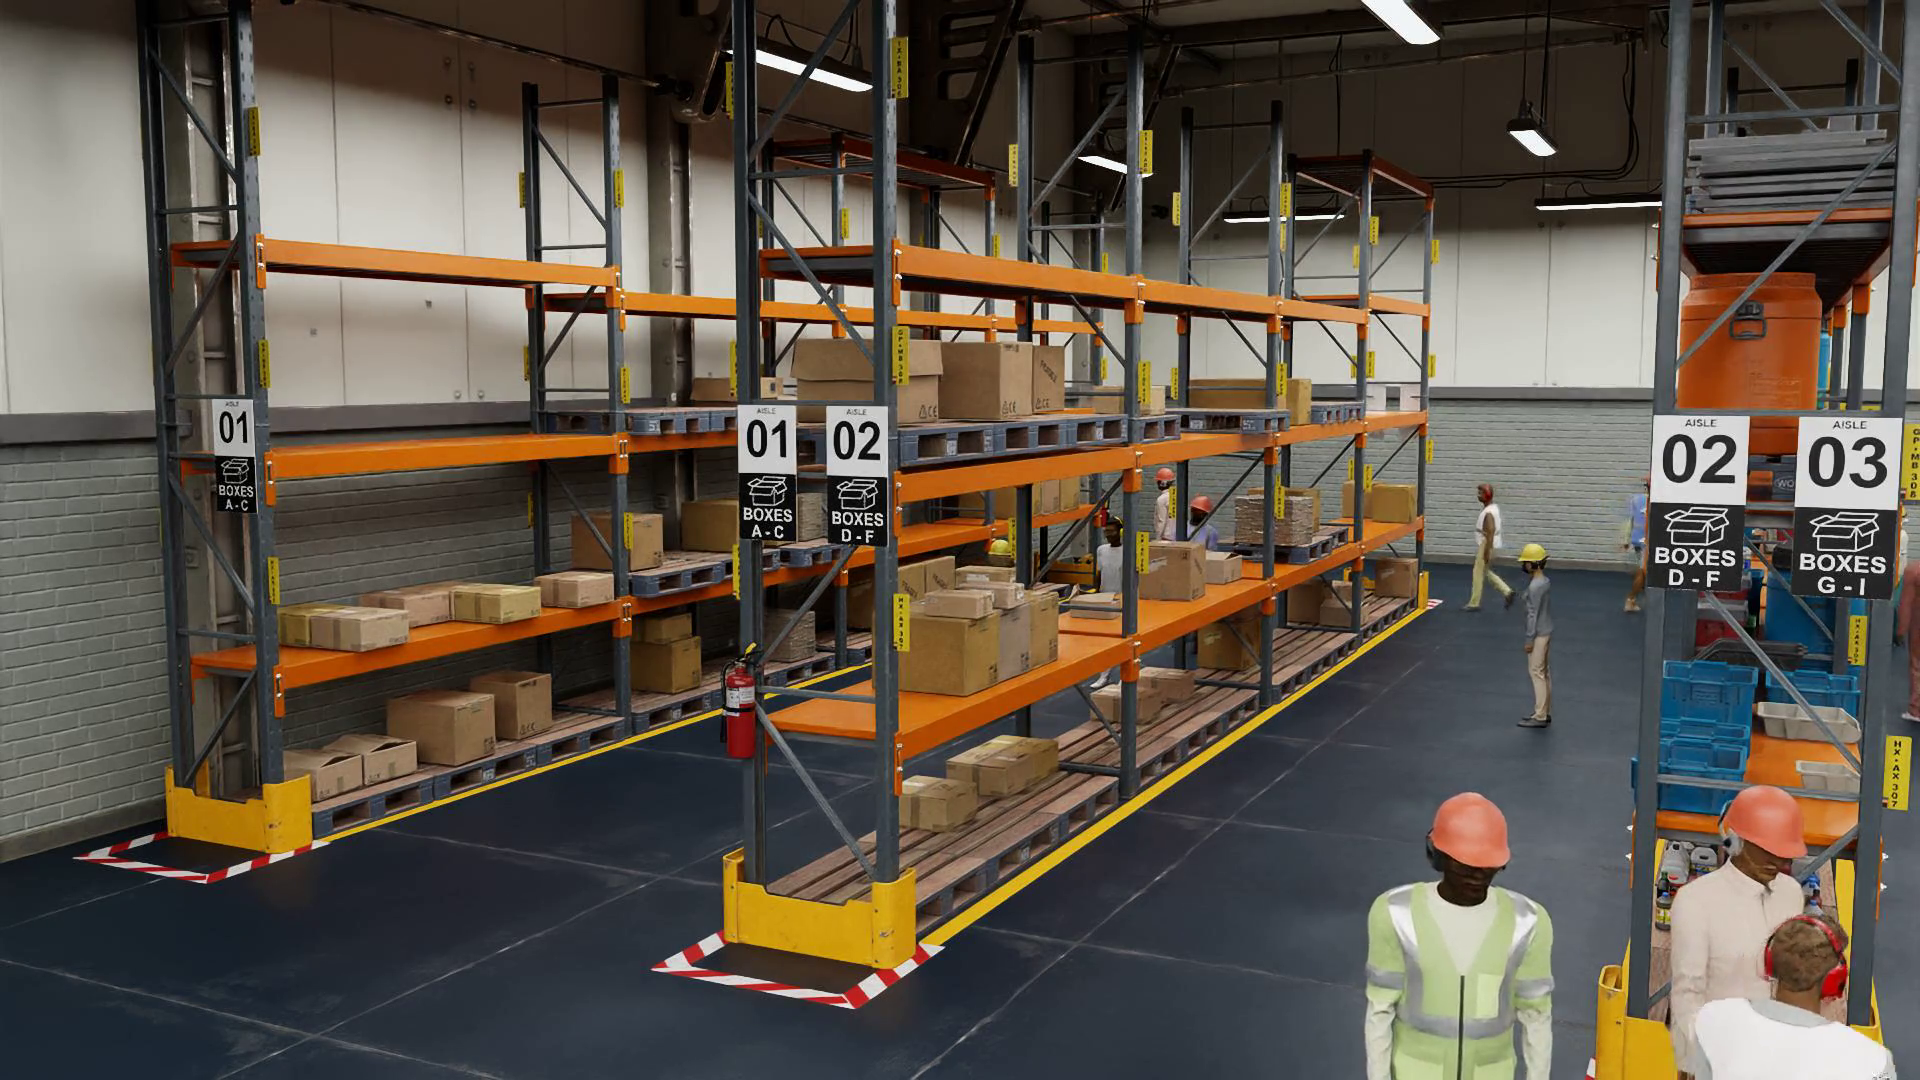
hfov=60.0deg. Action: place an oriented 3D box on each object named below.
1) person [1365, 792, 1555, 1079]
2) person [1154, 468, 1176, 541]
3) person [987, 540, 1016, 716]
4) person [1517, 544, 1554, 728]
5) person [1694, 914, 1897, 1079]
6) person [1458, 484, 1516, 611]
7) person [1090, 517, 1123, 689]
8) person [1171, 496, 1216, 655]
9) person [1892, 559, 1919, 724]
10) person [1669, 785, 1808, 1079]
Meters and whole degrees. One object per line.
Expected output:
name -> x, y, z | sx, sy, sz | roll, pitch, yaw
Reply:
person -> 1.692, 1.843, 5.664 | 0.621, 2.030, 0.448 | 1, 6, 8
person -> 2.983, -0.047, 24.152 | 0.375, 1.997, 0.612 | 3, 7, 28
person -> 0.402, 0.865, 16.509 | 0.313, 1.743, 0.493 | 4, 7, 36
person -> 5.514, 0.915, 15.976 | 0.349, 1.759, 0.522 | 3, 7, 28
person -> 2.456, 2.028, 4.983 | 0.919, 1.803, 0.582 | -5, 8, -40
person -> 7.446, 0.109, 23.445 | 0.718, 1.825, 0.607 | 2, 6, 20
person -> 1.647, 0.679, 17.725 | 0.537, 1.865, 0.312 | 4, 7, 34
person -> 2.794, 0.426, 20.010 | 0.588, 1.900, 0.416 | 0, 6, -4
person -> 9.392, 0.834, 16.036 | 0.665, 1.906, 0.402 | 1, 6, 10
person -> 2.771, 1.837, 5.901 | 0.609, 1.984, 0.399 | -3, 7, -26
